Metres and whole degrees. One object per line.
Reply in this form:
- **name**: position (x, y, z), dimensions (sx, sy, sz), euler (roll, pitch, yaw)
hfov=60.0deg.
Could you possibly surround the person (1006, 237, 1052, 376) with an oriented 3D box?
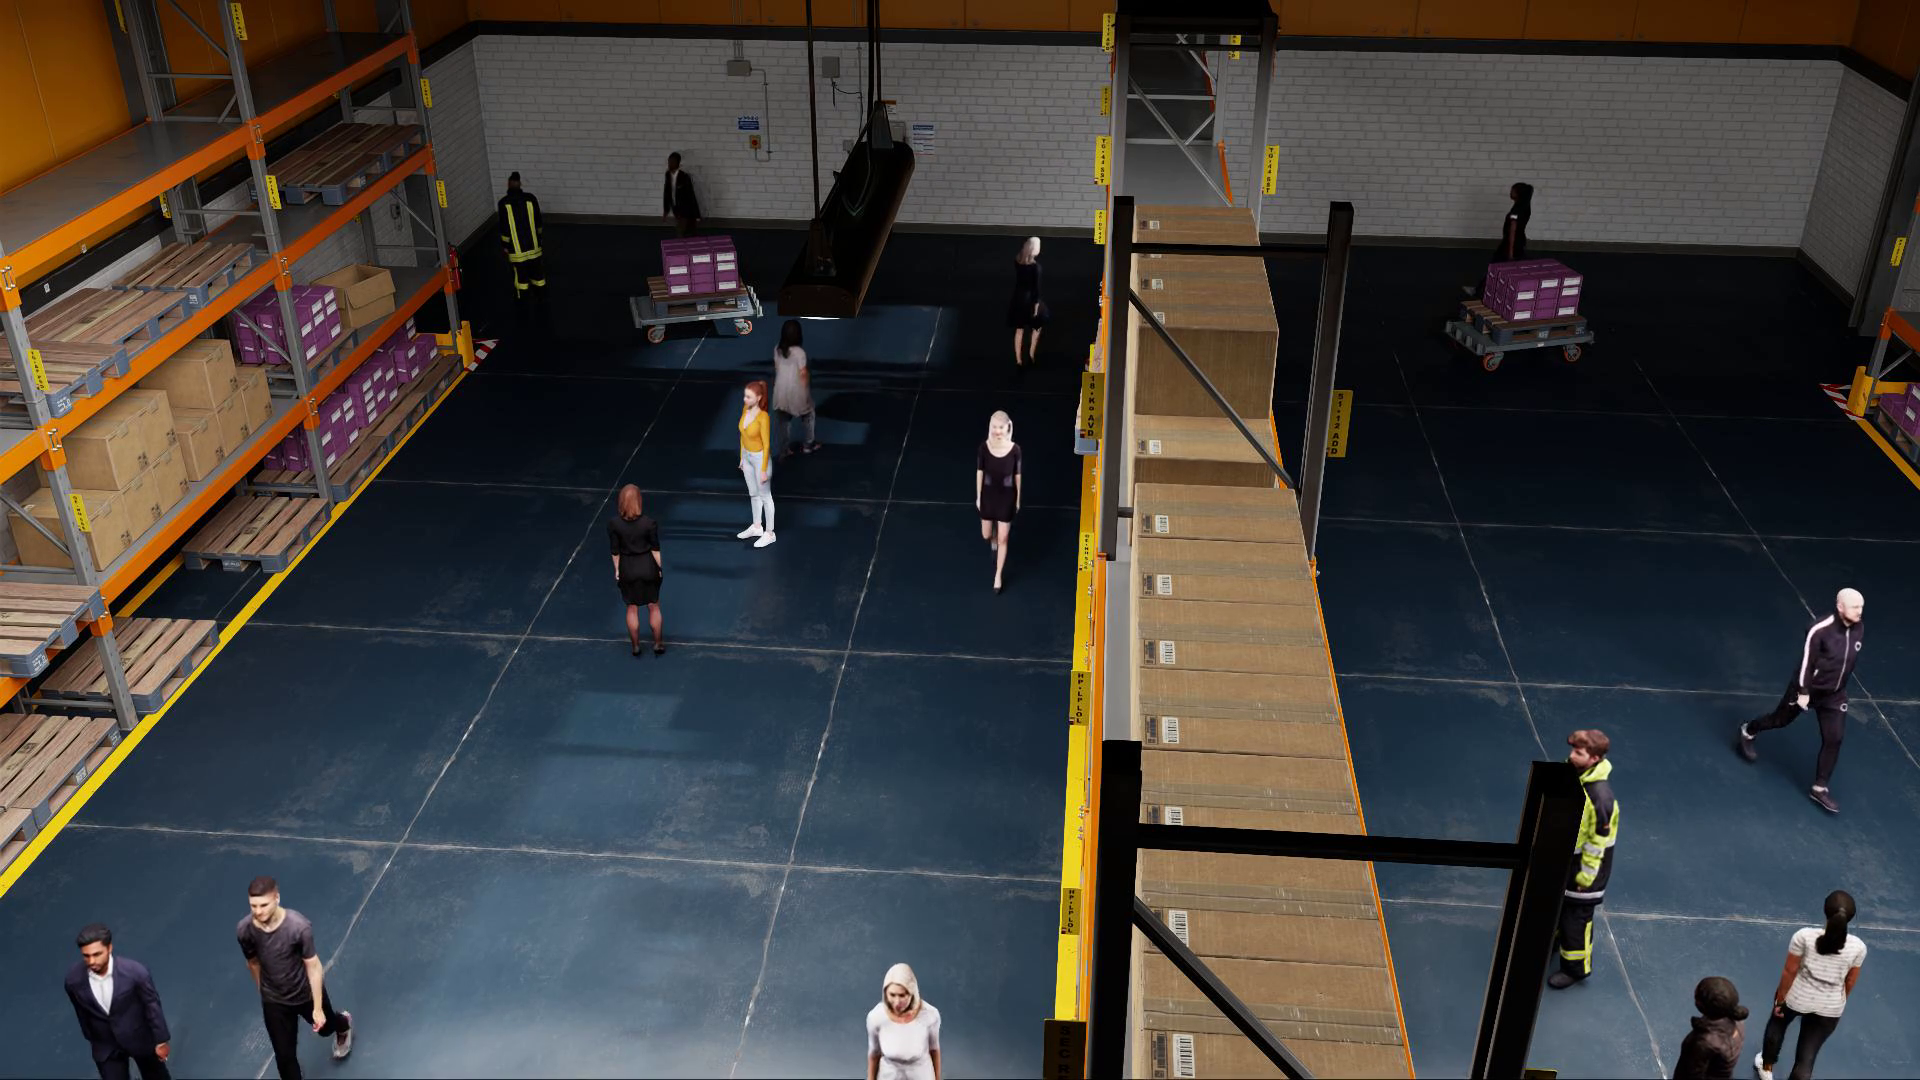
- **person**: position (0.771, -2.837, 20.324), dimensions (0.776, 1.732, 0.859), euler (18, 33, 30)

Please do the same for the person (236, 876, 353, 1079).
- **person**: position (-4.028, 2.710, 10.151), dimensions (0.747, 1.736, 1.146), euler (-2, 29, -3)

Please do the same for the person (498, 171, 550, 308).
- **person**: position (-5.915, -4.071, 22.452), dimensions (0.883, 1.862, 0.921), euler (-18, 33, -30)

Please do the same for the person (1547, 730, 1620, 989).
- **person**: position (4.092, 2.081, 11.055), dimensions (0.911, 1.975, 0.740), euler (-8, 30, -14)

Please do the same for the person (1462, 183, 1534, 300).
- **person**: position (7.508, -3.915, 22.346), dimensions (1.102, 1.690, 1.166), euler (20, 34, 32)

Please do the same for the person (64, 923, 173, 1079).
- **person**: position (-4.889, 2.907, 9.840), dimensions (0.857, 1.688, 1.110), euler (-6, 29, -10)

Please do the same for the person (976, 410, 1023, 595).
- **person**: position (0.378, -0.410, 15.788), dimensions (0.570, 1.816, 0.876), euler (2, 29, 4)

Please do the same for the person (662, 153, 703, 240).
- **person**: position (-3.867, -4.635, 23.614), dimensions (1.187, 1.739, 1.131), euler (-19, 34, -31)

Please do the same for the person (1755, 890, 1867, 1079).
- **person**: position (5.126, 2.845, 10.018), dimensions (0.698, 1.626, 0.821), euler (13, 31, 23)

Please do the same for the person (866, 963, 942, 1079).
- **person**: position (-0.314, 3.048, 9.534), dimensions (0.591, 1.734, 0.653), euler (0, 29, 0)

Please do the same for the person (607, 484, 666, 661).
- **person**: position (-2.825, 0.287, 14.625), dimensions (0.620, 1.706, 0.550), euler (-3, 29, -5)

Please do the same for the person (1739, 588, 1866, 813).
- **person**: position (6.596, 1.137, 12.973), dimensions (0.915, 1.795, 1.320), euler (-6, 29, -10)

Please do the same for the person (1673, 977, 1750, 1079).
- **person**: position (4.178, 3.146, 9.433), dimensions (0.710, 1.660, 0.770), euler (-16, 32, -26)

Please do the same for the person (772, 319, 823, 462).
- **person**: position (-1.882, -1.608, 18.223), dimensions (0.823, 1.588, 0.907), euler (16, 33, 27)

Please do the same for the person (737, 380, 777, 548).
- **person**: position (-2.013, -0.776, 16.526), dimensions (0.744, 1.751, 0.687), euler (-23, 36, -36)
